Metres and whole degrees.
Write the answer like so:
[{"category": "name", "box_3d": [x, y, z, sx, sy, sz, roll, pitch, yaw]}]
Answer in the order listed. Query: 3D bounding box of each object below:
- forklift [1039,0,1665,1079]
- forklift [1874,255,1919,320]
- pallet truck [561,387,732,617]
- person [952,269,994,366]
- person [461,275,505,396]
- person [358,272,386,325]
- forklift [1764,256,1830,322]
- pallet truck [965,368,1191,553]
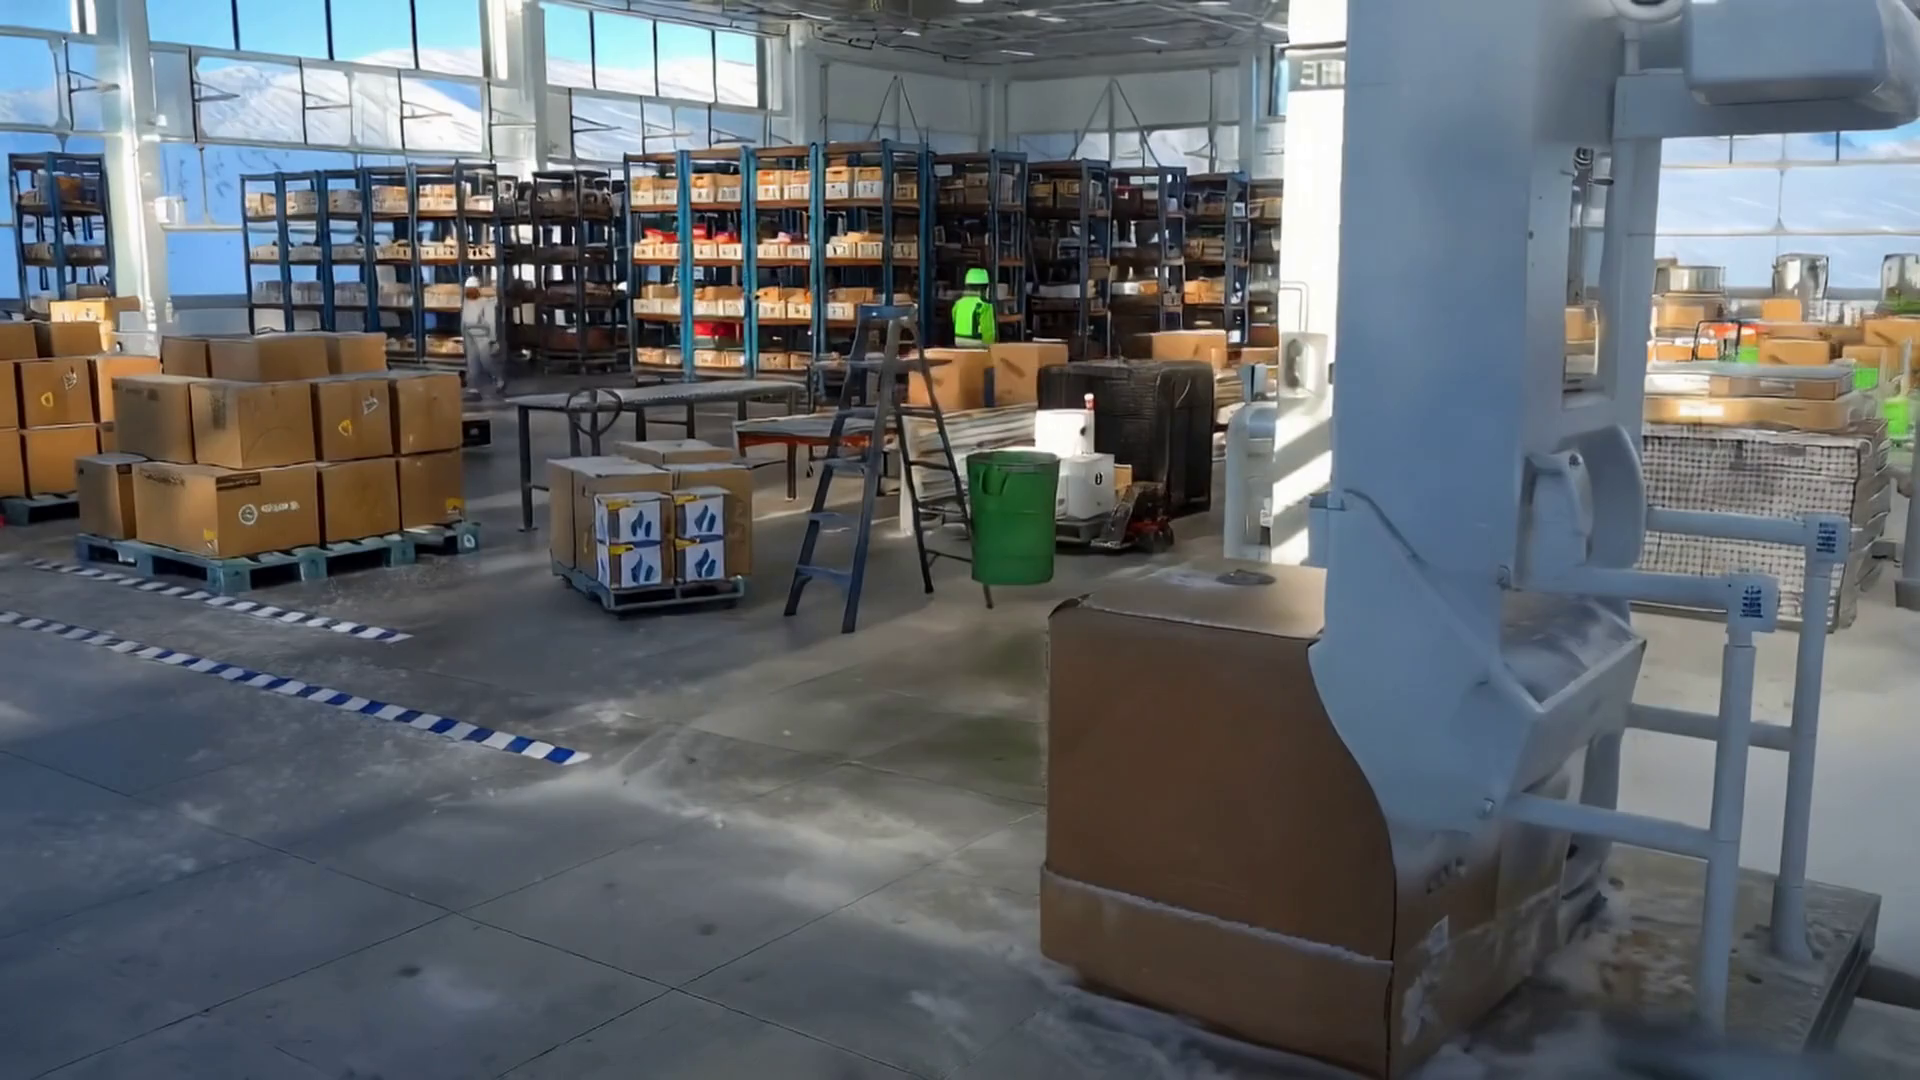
[{"category": "forklift", "box_3d": [1.249, -0.137, 4.360, 1.873, 2.768, 1.129, 7, 12, 35]}, {"category": "forklift", "box_3d": [22.089, -5.634, 38.796, 1.157, 1.987, 2.680, 6, 11, 33]}, {"category": "pallet truck", "box_3d": [-1.981, -0.274, 10.088, 0.680, 1.201, 1.601, -5, 11, -28]}, {"category": "person", "box_3d": [0.162, -2.021, 18.399, 0.416, 1.940, 0.601, -8, 13, -41]}, {"category": "person", "box_3d": [-7.216, -3.075, 25.046, 0.601, 1.813, 0.586, 5, 11, 26]}, {"category": "person", "box_3d": [-11.787, -4.490, 33.483, 0.771, 1.797, 0.635, -9, 13, -42]}, {"category": "forklift", "box_3d": [20.253, -5.854, 40.139, 1.157, 1.987, 2.680, 7, 12, 35]}, {"category": "pallet truck", "box_3d": [0.845, -0.609, 11.869, 1.630, 1.274, 0.653, 7, 12, 35]}]
